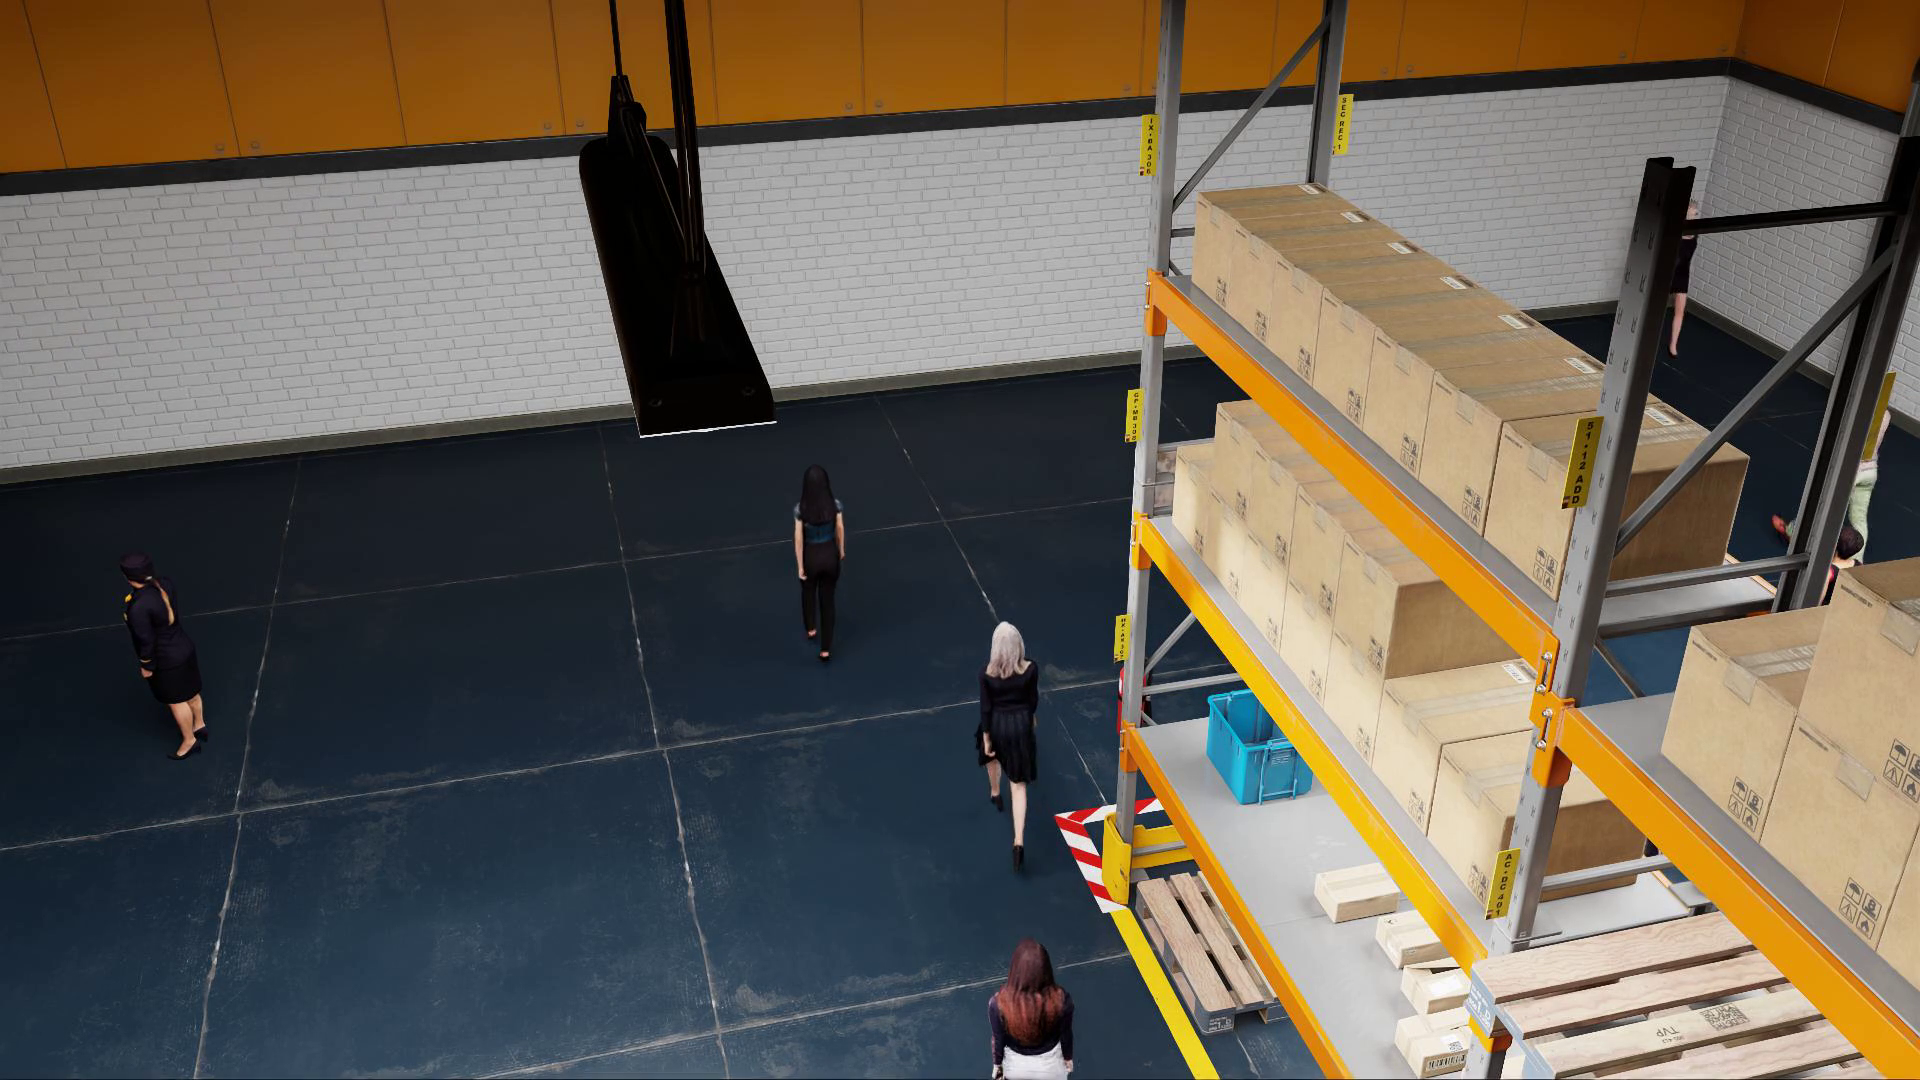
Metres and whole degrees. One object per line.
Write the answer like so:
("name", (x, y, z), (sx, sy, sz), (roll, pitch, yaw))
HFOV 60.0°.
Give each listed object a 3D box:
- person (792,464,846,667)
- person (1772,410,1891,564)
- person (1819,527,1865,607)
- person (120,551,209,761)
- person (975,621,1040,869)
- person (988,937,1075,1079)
("person", (-1.094, 0.231, 13.200), (0.594, 1.719, 0.760), (-5, 29, -10))
("person", (7.789, -0.501, 14.426), (0.760, 1.829, 1.227), (-4, 29, -8))
("person", (6.613, 0.591, 12.712), (0.548, 1.553, 0.519), (-10, 30, -17))
("person", (-5.788, 0.840, 12.133), (0.817, 1.671, 0.664), (1, 29, 1))
("person", (0.355, 1.375, 11.127), (0.721, 1.694, 1.214), (-3, 29, -5))
("person", (0.388, 2.761, 8.695), (0.771, 1.591, 1.004), (0, 29, 0))
